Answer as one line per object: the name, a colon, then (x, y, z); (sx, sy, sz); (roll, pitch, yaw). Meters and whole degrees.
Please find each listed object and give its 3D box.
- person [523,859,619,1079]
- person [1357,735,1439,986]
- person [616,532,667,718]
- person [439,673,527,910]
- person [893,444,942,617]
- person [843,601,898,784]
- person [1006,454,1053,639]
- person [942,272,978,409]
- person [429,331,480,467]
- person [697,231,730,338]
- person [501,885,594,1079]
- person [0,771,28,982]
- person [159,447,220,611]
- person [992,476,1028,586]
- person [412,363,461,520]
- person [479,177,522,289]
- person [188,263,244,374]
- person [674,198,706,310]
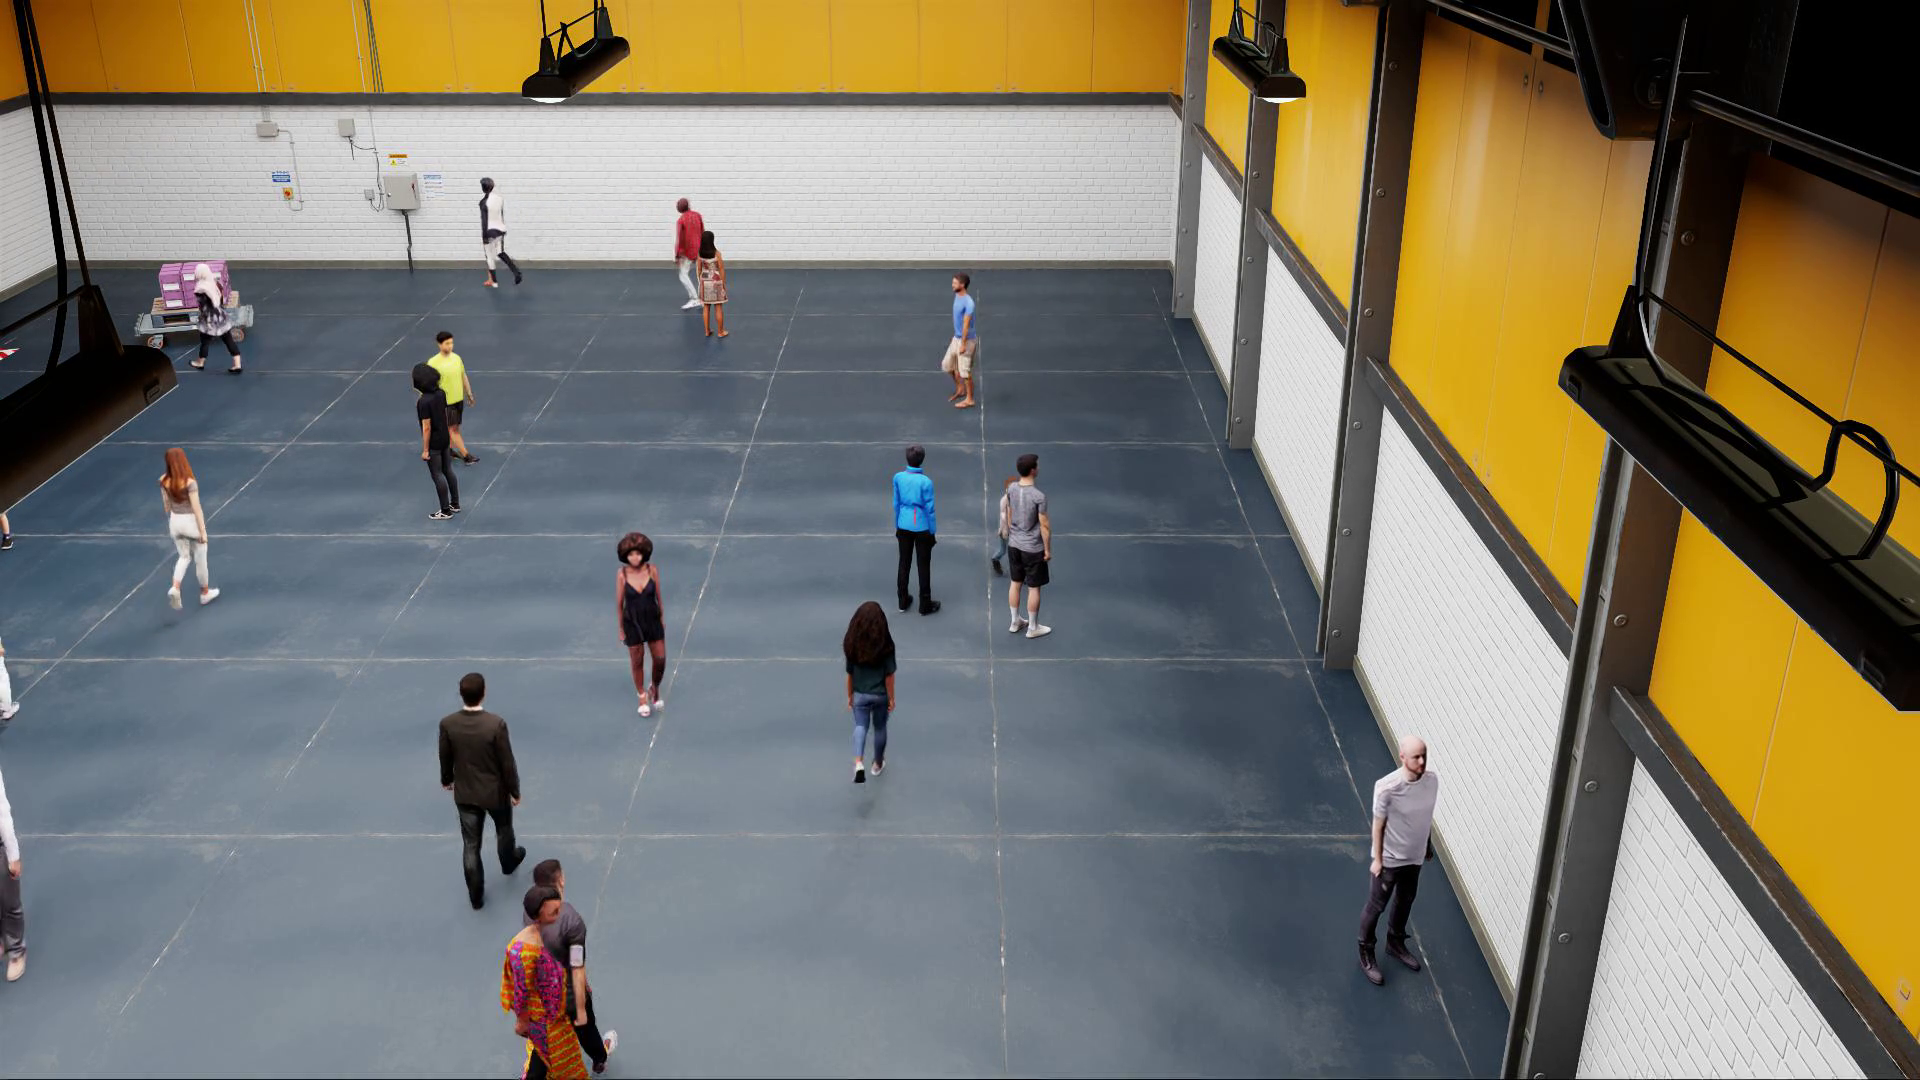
person: (-2.463, 2.815, 10.036); (1.020, 1.706, 1.240); (15, 28, 31)
person: (3.010, 2.146, 11.409); (0.747, 1.832, 0.740); (-11, 26, -23)
person: (-2.829, 0.728, 14.723); (0.669, 1.775, 0.710); (-8, 25, -18)
person: (-3.511, 1.866, 12.125); (0.819, 1.771, 0.958); (-1, 24, -1)
person: (-0.460, -0.110, 16.620); (0.685, 1.793, 0.686); (12, 26, 25)
person: (-0.742, 1.292, 13.650); (0.655, 1.602, 0.893); (3, 24, 7)
person: (0.641, 0.047, 16.159); (0.735, 1.873, 0.782); (20, 31, 38)
person: (0.129, -2.712, 22.499); (0.817, 1.851, 0.731); (-11, 26, -24)
person: (-6.360, -1.763, 20.537); (1.019, 1.683, 1.035); (14, 27, 30)
person: (-3.825, -3.946, 25.580); (0.706, 1.645, 0.634); (7, 25, 15)
person: (-2.571, 2.781, 10.156); (0.933, 1.672, 1.045); (8, 25, 18)
person: (-6.669, 2.092, 11.421); (0.743, 1.921, 0.768); (-6, 24, -13)
person: (-7.803, -0.086, 16.665); (0.702, 1.711, 0.956); (5, 24, 10)
person: (0.496, -0.122, 17.418); (0.705, 1.174, 0.861); (-13, 27, -28)
person: (-5.960, -1.141, 18.926); (0.752, 1.834, 0.555); (7, 24, 15)
person: (-7.810, -5.169, 28.088); (1.075, 1.877, 1.092); (14, 27, 29)
person: (-10.584, -3.139, 23.792); (0.915, 1.598, 1.065); (8, 25, 17)
person: (-4.359, -4.680, 27.070); (0.800, 1.797, 0.842); (-12, 27, -26)
